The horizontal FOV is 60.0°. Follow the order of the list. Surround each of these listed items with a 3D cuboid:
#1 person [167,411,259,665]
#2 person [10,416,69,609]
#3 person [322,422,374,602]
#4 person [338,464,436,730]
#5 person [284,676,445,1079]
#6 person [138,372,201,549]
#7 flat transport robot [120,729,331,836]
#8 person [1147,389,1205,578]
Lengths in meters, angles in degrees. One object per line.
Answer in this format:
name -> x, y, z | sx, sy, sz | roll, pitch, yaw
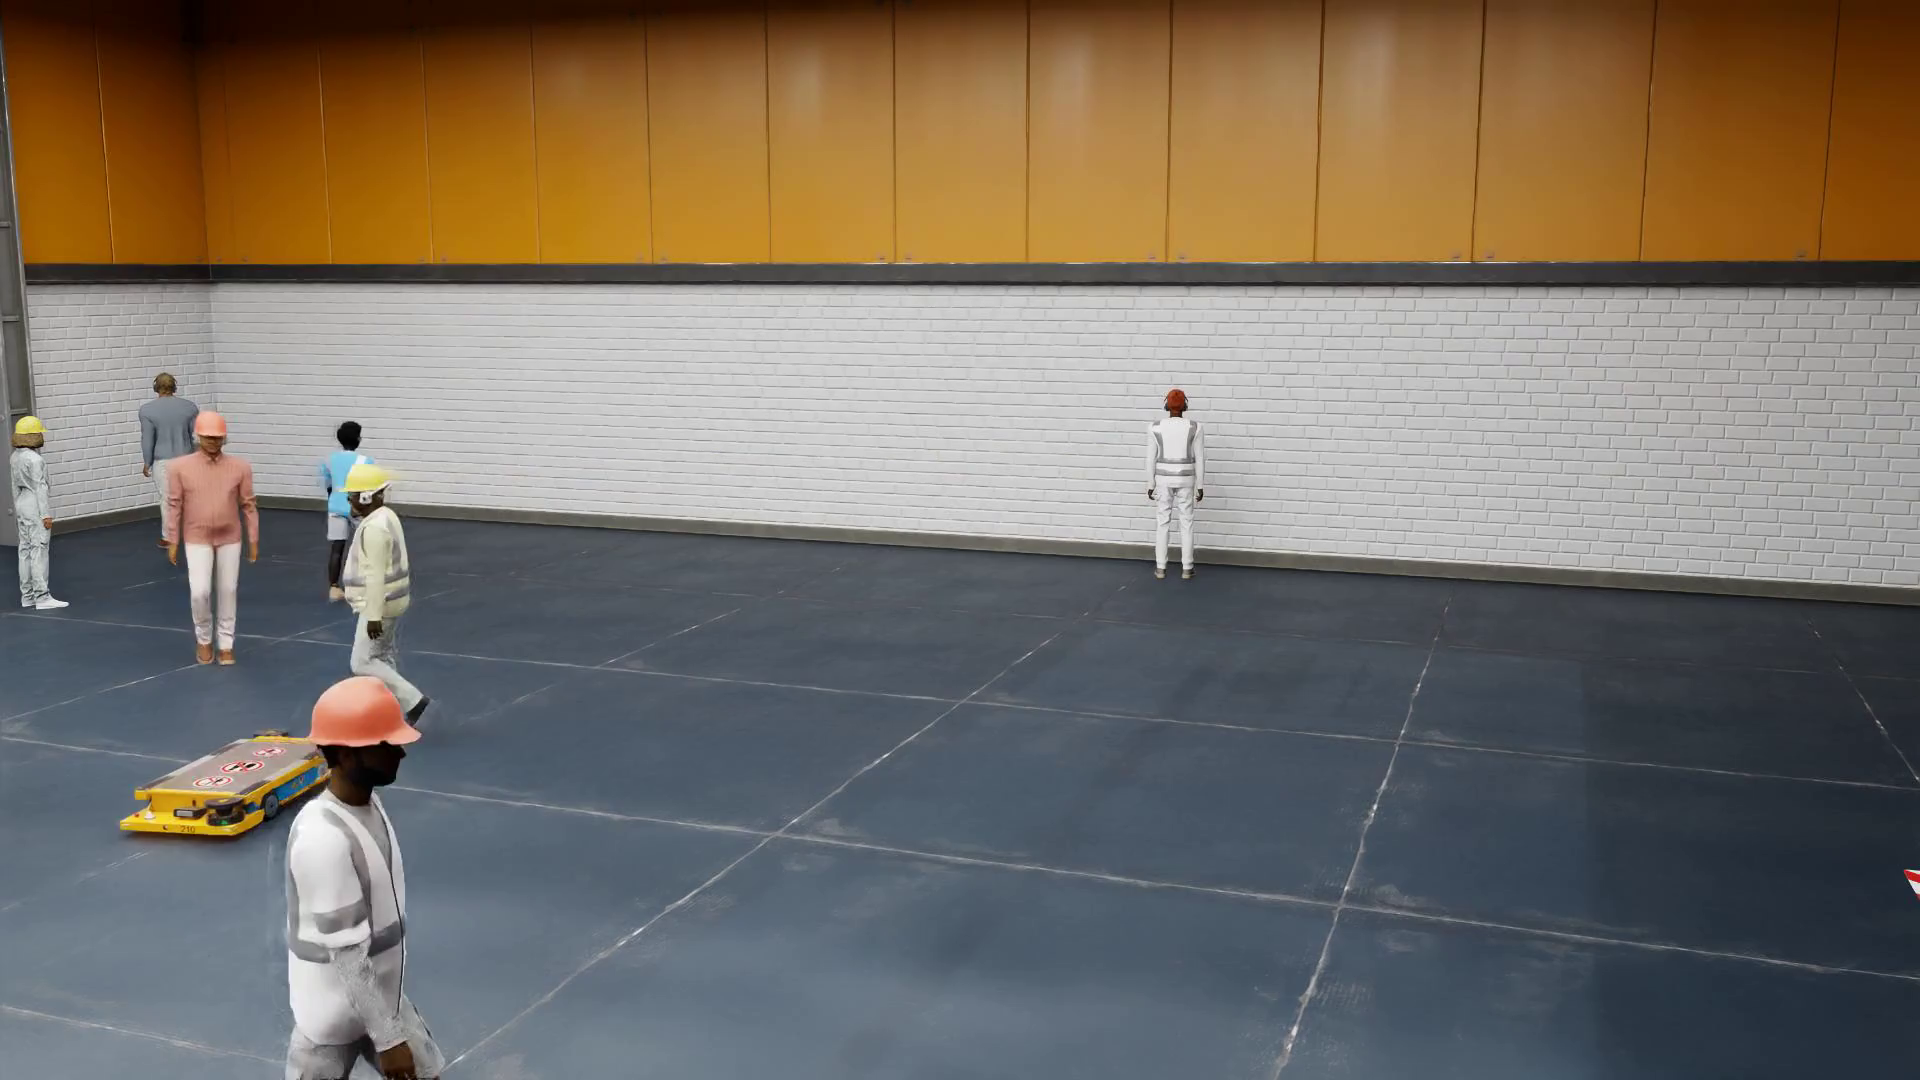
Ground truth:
person -> -5.719, -0.004, 12.776 | 0.654, 1.978, 0.439 | -6, 11, -33
person -> -8.349, -0.249, 15.031 | 0.493, 1.743, 0.300 | 7, 11, 36
person -> -5.647, -0.279, 15.493 | 0.551, 1.644, 0.861 | 2, 9, 12
person -> -3.721, 0.410, 10.717 | 0.465, 1.816, 0.608 | -2, 9, -13
person -> -1.777, 1.324, 4.845 | 1.003, 1.896, 0.541 | 0, 9, 1
person -> -8.671, -0.872, 18.291 | 0.627, 1.941, 0.371 | -9, 12, -43
flat transport robot -> -4.077, 1.369, 9.549 | 0.652, 0.197, 1.431 | 1, 9, 8
person -> 2.137, -0.553, 16.487 | 0.574, 1.885, 0.355 | 2, 9, 10
